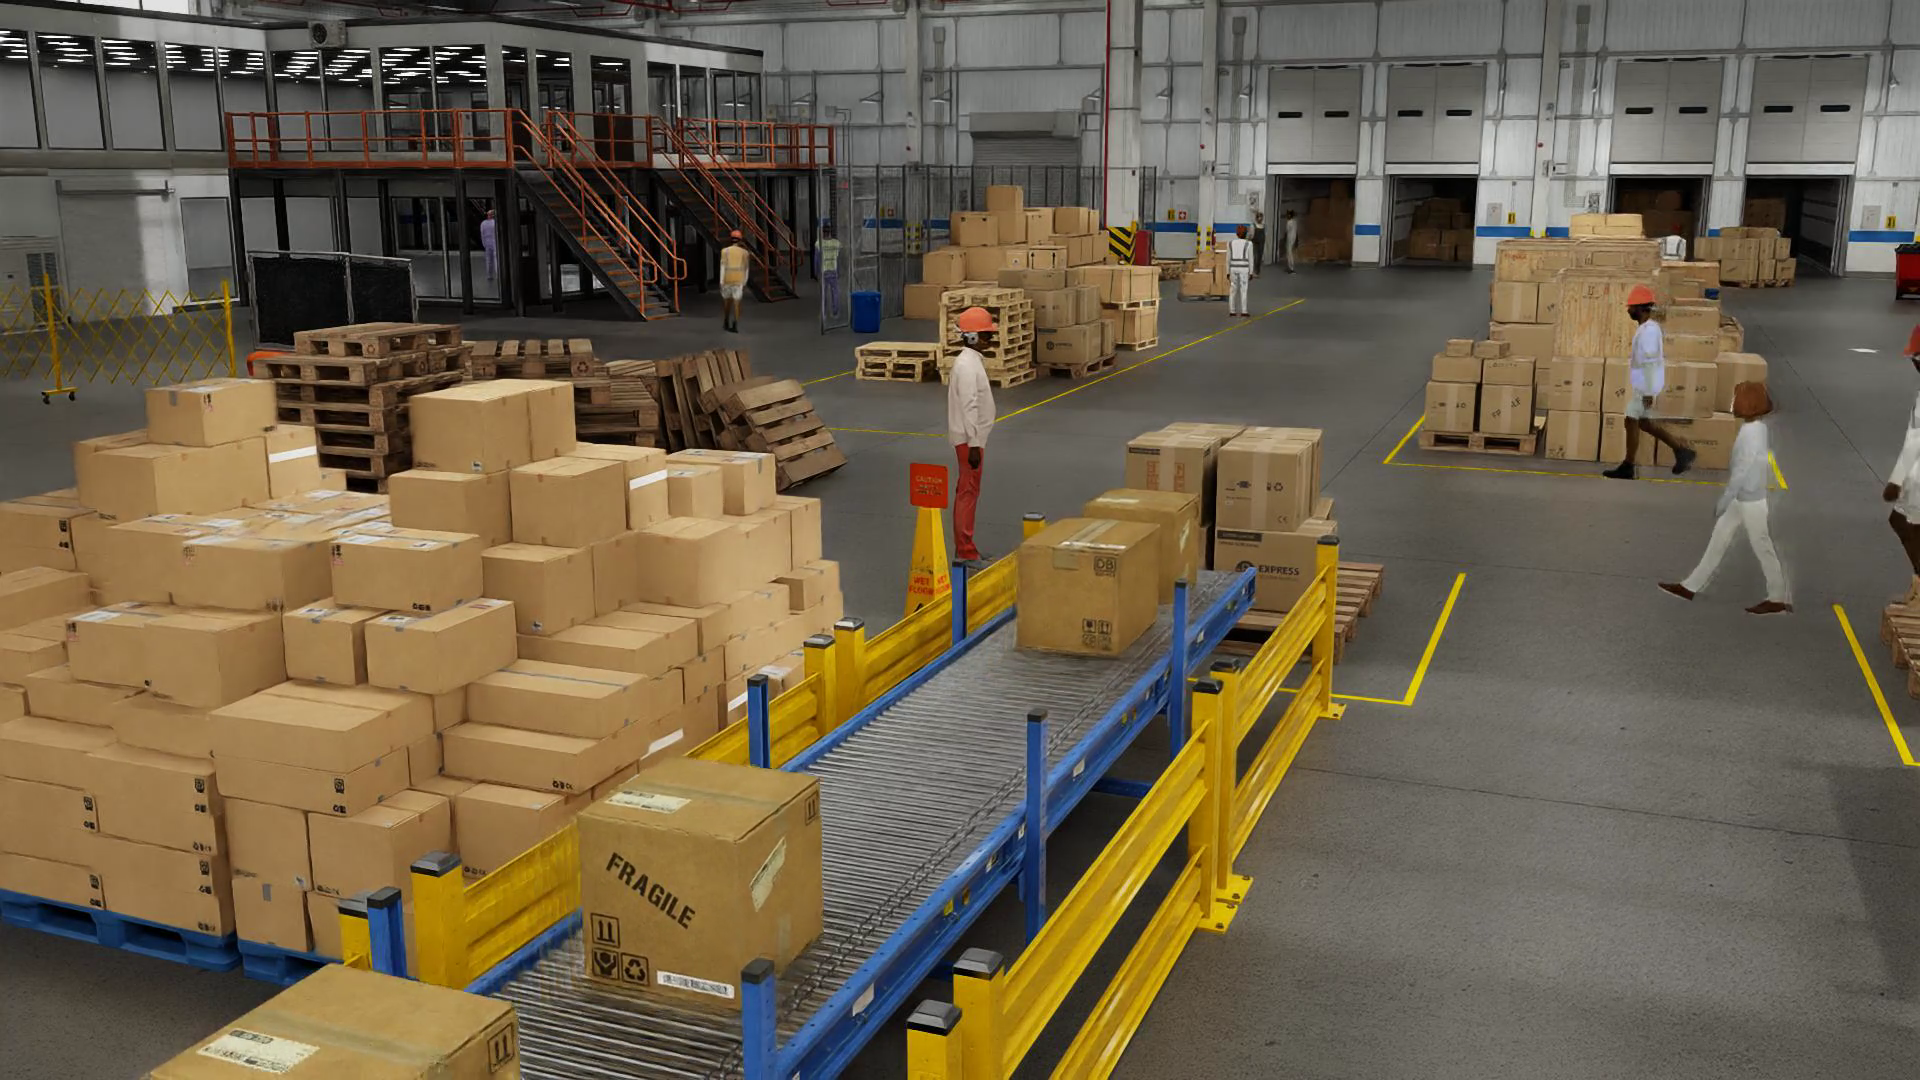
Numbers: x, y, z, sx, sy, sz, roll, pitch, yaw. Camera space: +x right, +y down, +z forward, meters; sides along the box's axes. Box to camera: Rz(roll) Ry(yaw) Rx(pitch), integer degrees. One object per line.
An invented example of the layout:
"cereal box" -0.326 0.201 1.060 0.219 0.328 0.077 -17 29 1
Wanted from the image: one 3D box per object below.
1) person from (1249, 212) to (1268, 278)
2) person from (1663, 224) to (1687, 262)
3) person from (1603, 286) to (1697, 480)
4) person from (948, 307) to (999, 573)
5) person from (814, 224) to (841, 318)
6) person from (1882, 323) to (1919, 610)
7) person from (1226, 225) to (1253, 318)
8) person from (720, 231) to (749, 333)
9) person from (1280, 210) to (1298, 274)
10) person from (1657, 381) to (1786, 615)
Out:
"person" 8.327 -8.188 46.287 0.546 1.828 0.516 -2 13 -11
"person" 15.785 -6.064 36.758 0.989 1.832 0.578 -10 16 -39
"person" 6.778 -1.511 16.187 0.754 1.904 0.595 6 14 23
"person" 0.100 -0.760 12.596 0.379 1.996 0.610 0 13 -1
"person" -2.710 -5.498 34.054 0.585 1.911 0.398 -7 14 -28
"person" 6.471 -0.455 11.187 0.494 2.013 0.613 10 16 38
"person" 5.732 -5.494 34.088 0.576 1.881 0.352 8 15 31
"person" -4.245 -4.849 31.213 0.572 1.870 0.994 -3 13 -14
"person" 9.588 -8.713 48.600 0.650 1.847 0.515 11 16 40
"person" 5.293 -0.285 11.366 0.843 1.587 0.515 5 13 21
